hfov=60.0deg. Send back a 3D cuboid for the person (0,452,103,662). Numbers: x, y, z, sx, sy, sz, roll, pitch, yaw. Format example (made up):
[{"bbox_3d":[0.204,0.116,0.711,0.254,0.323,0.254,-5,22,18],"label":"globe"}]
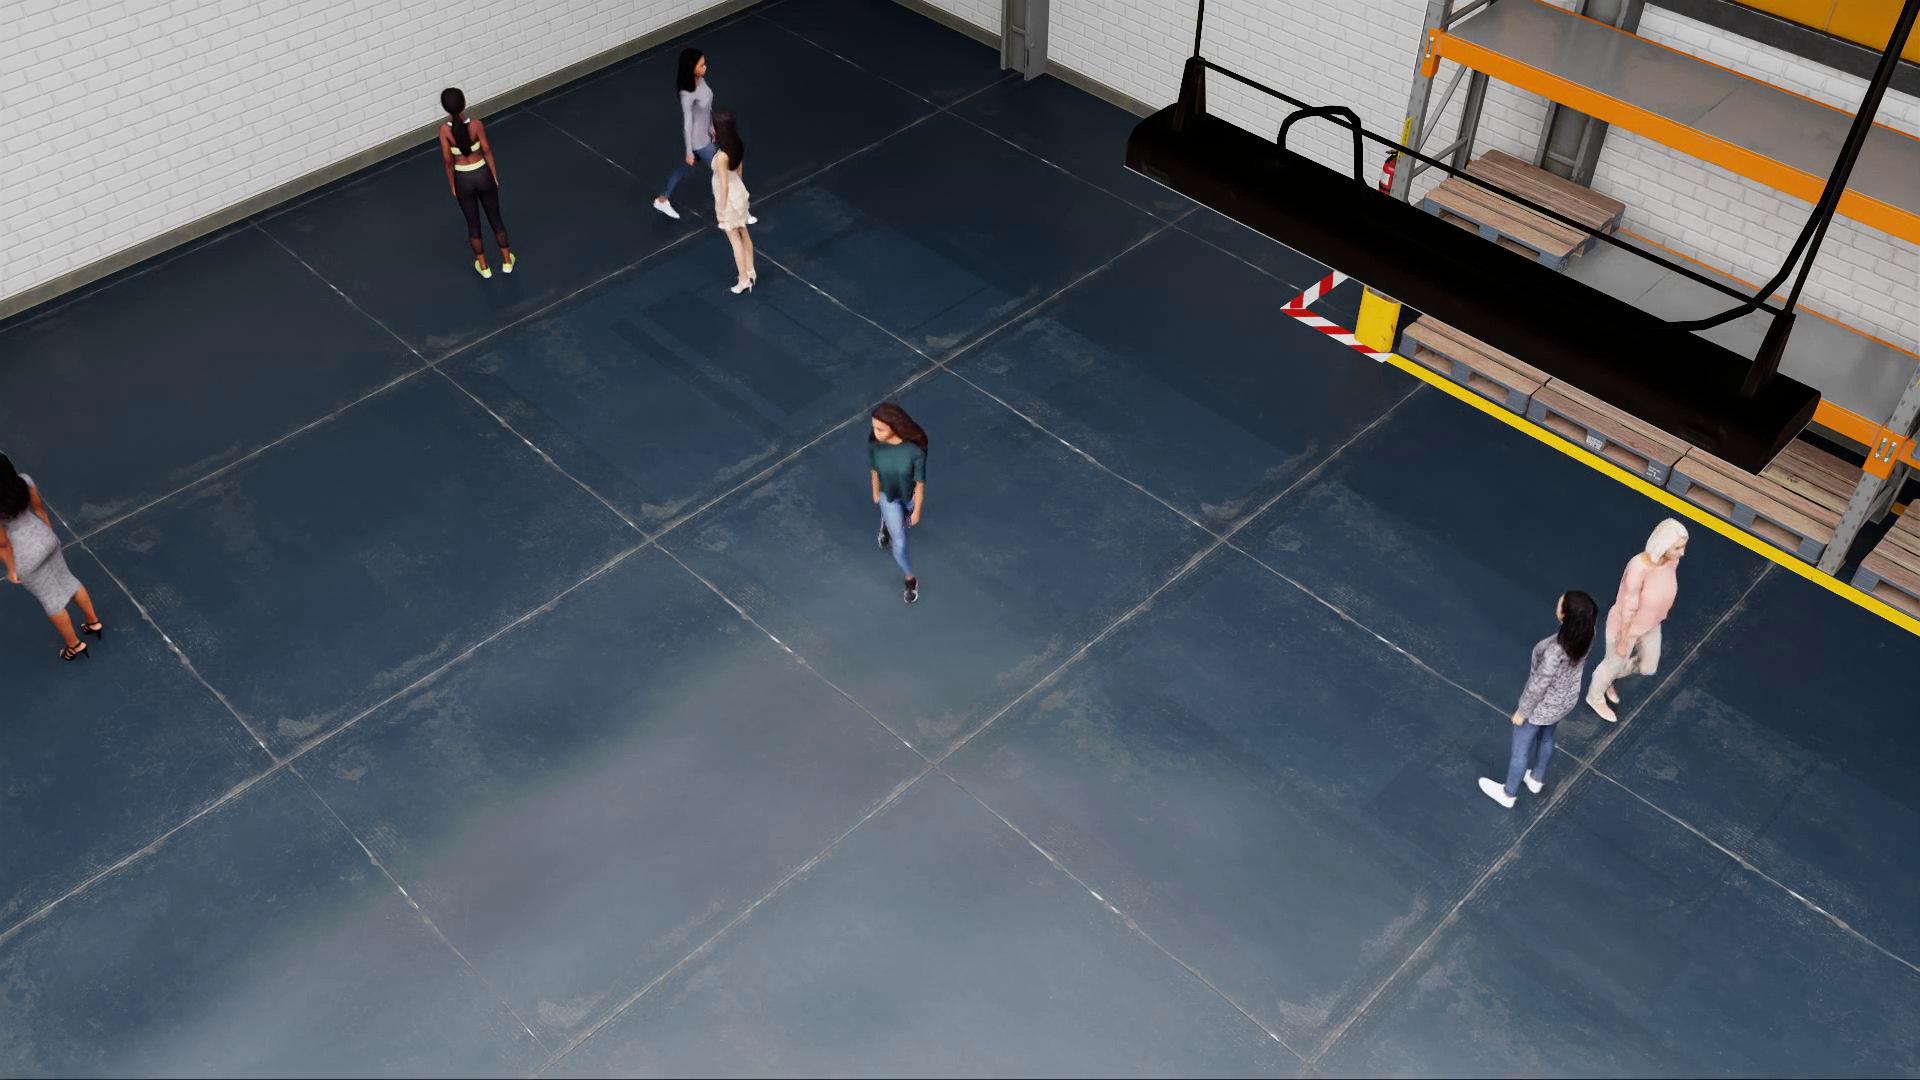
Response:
[{"bbox_3d":[-6.077,0.093,10.938,0.665,1.781,0.661,12,45,12],"label":"person"}]

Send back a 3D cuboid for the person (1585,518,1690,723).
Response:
[{"bbox_3d":[4.230,0.477,10.584,0.678,1.714,0.698,-22,48,-21],"label":"person"}]

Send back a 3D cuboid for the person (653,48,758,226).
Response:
[{"bbox_3d":[-2.445,-3.568,14.847,1.240,1.691,1.136,3,44,3],"label":"person"}]

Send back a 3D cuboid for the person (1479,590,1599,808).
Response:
[{"bbox_3d":[3.561,0.967,10.057,0.648,1.731,0.581,-27,50,-25],"label":"person"}]

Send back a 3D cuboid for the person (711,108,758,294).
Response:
[{"bbox_3d":[-1.916,-2.853,14.064,0.668,1.735,0.662,12,45,13],"label":"person"}]

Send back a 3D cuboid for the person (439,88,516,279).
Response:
[{"bbox_3d":[-4.164,-3.056,14.264,0.631,1.754,0.632,-14,45,-15],"label":"person"}]

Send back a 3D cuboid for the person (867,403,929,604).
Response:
[{"bbox_3d":[-0.439,-0.341,11.546,0.973,1.571,1.029,0,44,0],"label":"person"}]
